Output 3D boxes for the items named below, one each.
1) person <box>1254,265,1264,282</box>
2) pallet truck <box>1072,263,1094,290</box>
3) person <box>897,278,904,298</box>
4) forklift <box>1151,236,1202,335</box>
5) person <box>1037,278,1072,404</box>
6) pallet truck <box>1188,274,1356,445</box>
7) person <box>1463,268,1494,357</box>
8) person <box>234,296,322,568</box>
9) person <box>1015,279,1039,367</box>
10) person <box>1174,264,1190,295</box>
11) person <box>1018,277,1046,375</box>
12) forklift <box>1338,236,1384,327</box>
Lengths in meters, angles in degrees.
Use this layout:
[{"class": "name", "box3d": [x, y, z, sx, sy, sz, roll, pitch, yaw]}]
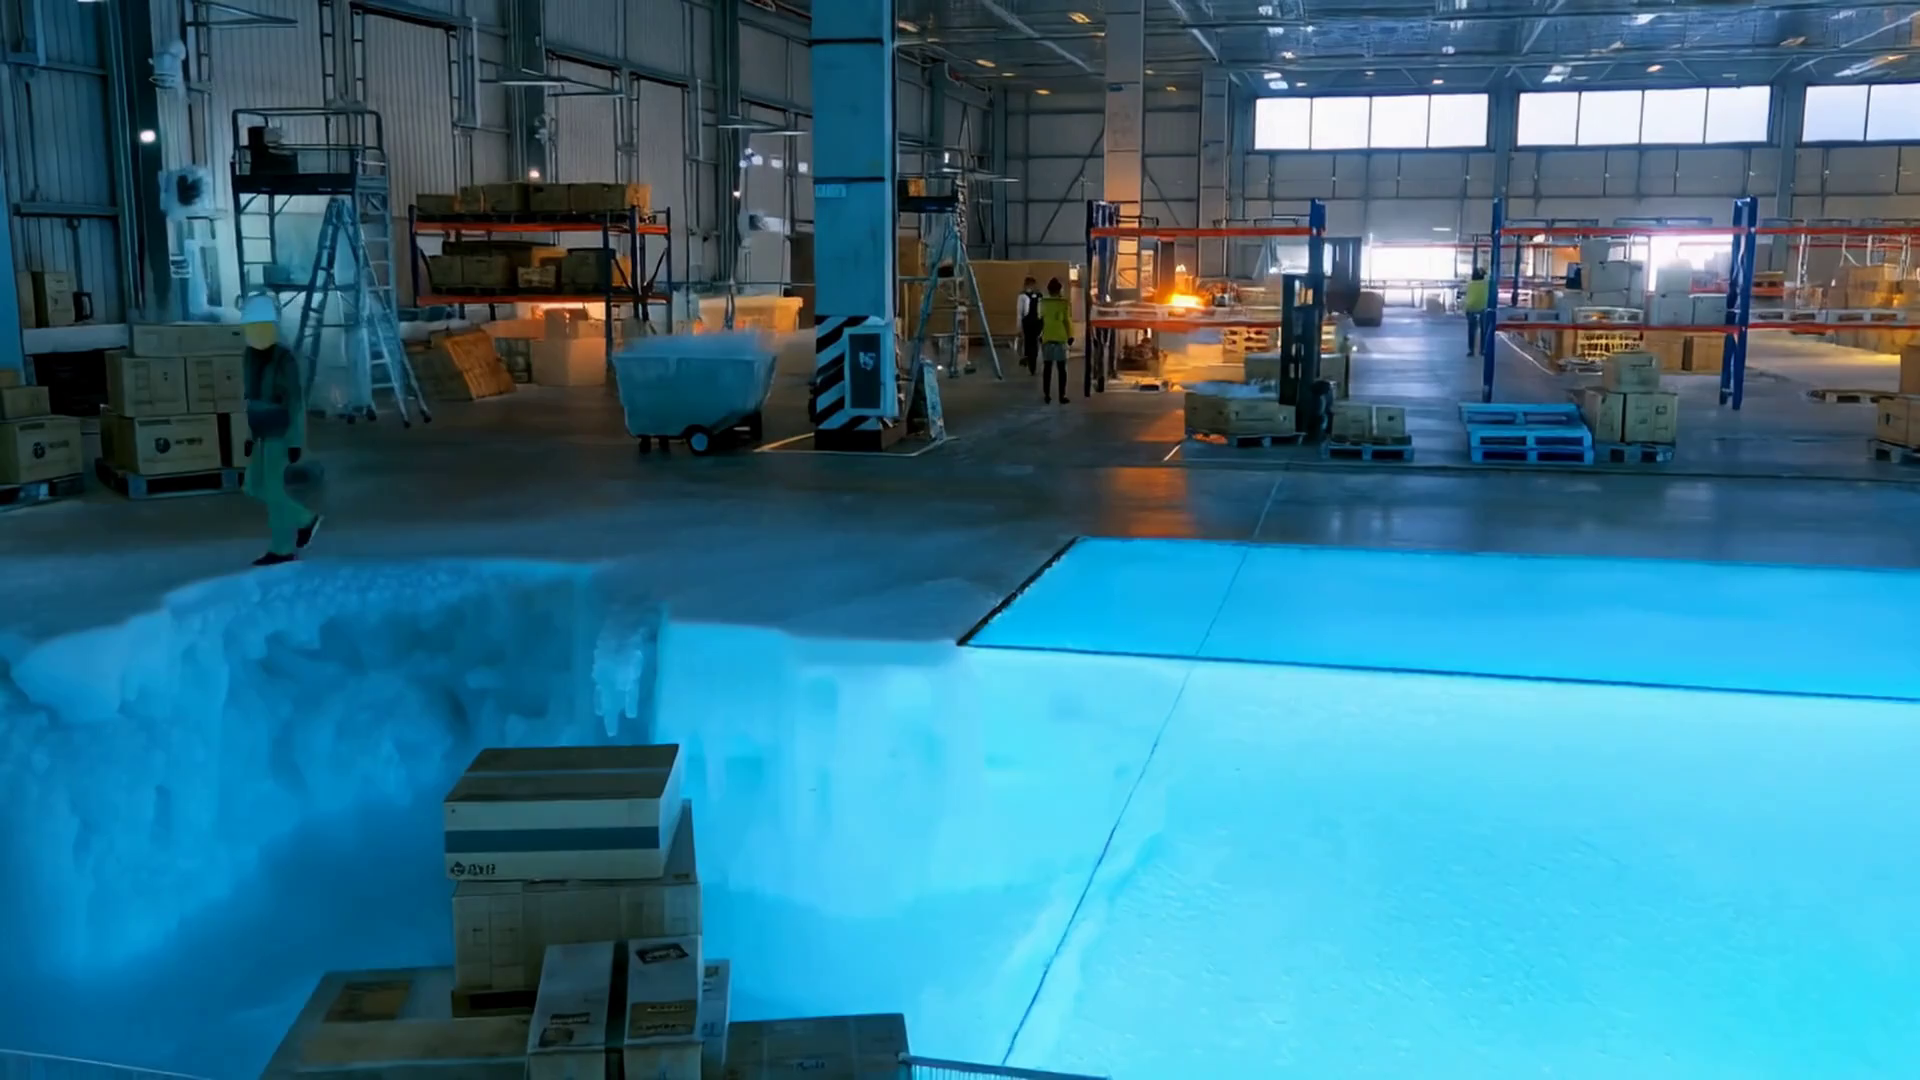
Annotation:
[{"class": "person", "box3d": [10.820, -9.119, 60.974, 0.807, 1.916, 0.547, -1, 10, -5]}, {"class": "pallet truck", "box3d": [4.325, -8.180, 55.162, 0.823, 1.965, 1.885, 6, 11, 31]}, {"class": "person", "box3d": [-1.042, -2.348, 21.003, 0.584, 1.949, 0.686, -5, 11, -28]}, {"class": "forklift", "box3d": [5.866, -7.214, 46.878, 1.873, 2.768, 1.129, 2, 10, 14]}, {"class": "person", "box3d": [1.417, -2.966, 24.848, 0.537, 1.865, 0.312, 2, 10, 14]}, {"class": "pallet truck", "box3d": [3.653, -2.138, 19.590, 1.885, 1.965, 0.823, -4, 10, -20]}, {"class": "person", "box3d": [11.344, -4.966, 36.413, 0.637, 1.938, 0.355, 2, 10, 14]}, {"class": "person", "box3d": [-4.845, -0.770, 11.783, 0.613, 1.910, 0.519, 8, 13, 40]}, {"class": "person", "box3d": [1.357, -4.309, 33.122, 0.494, 1.741, 0.315, 2, 10, 14]}, {"class": "person", "box3d": [7.794, -8.739, 58.623, 0.637, 1.938, 0.355, 2, 10, 14]}, {"class": "person", "box3d": [1.347, -3.929, 30.654, 0.507, 1.825, 0.765, -2, 10, -9]}, {"class": "forklift", "box3d": [12.103, -8.006, 51.543, 1.873, 2.768, 1.129, -2, 10, -13]}]
